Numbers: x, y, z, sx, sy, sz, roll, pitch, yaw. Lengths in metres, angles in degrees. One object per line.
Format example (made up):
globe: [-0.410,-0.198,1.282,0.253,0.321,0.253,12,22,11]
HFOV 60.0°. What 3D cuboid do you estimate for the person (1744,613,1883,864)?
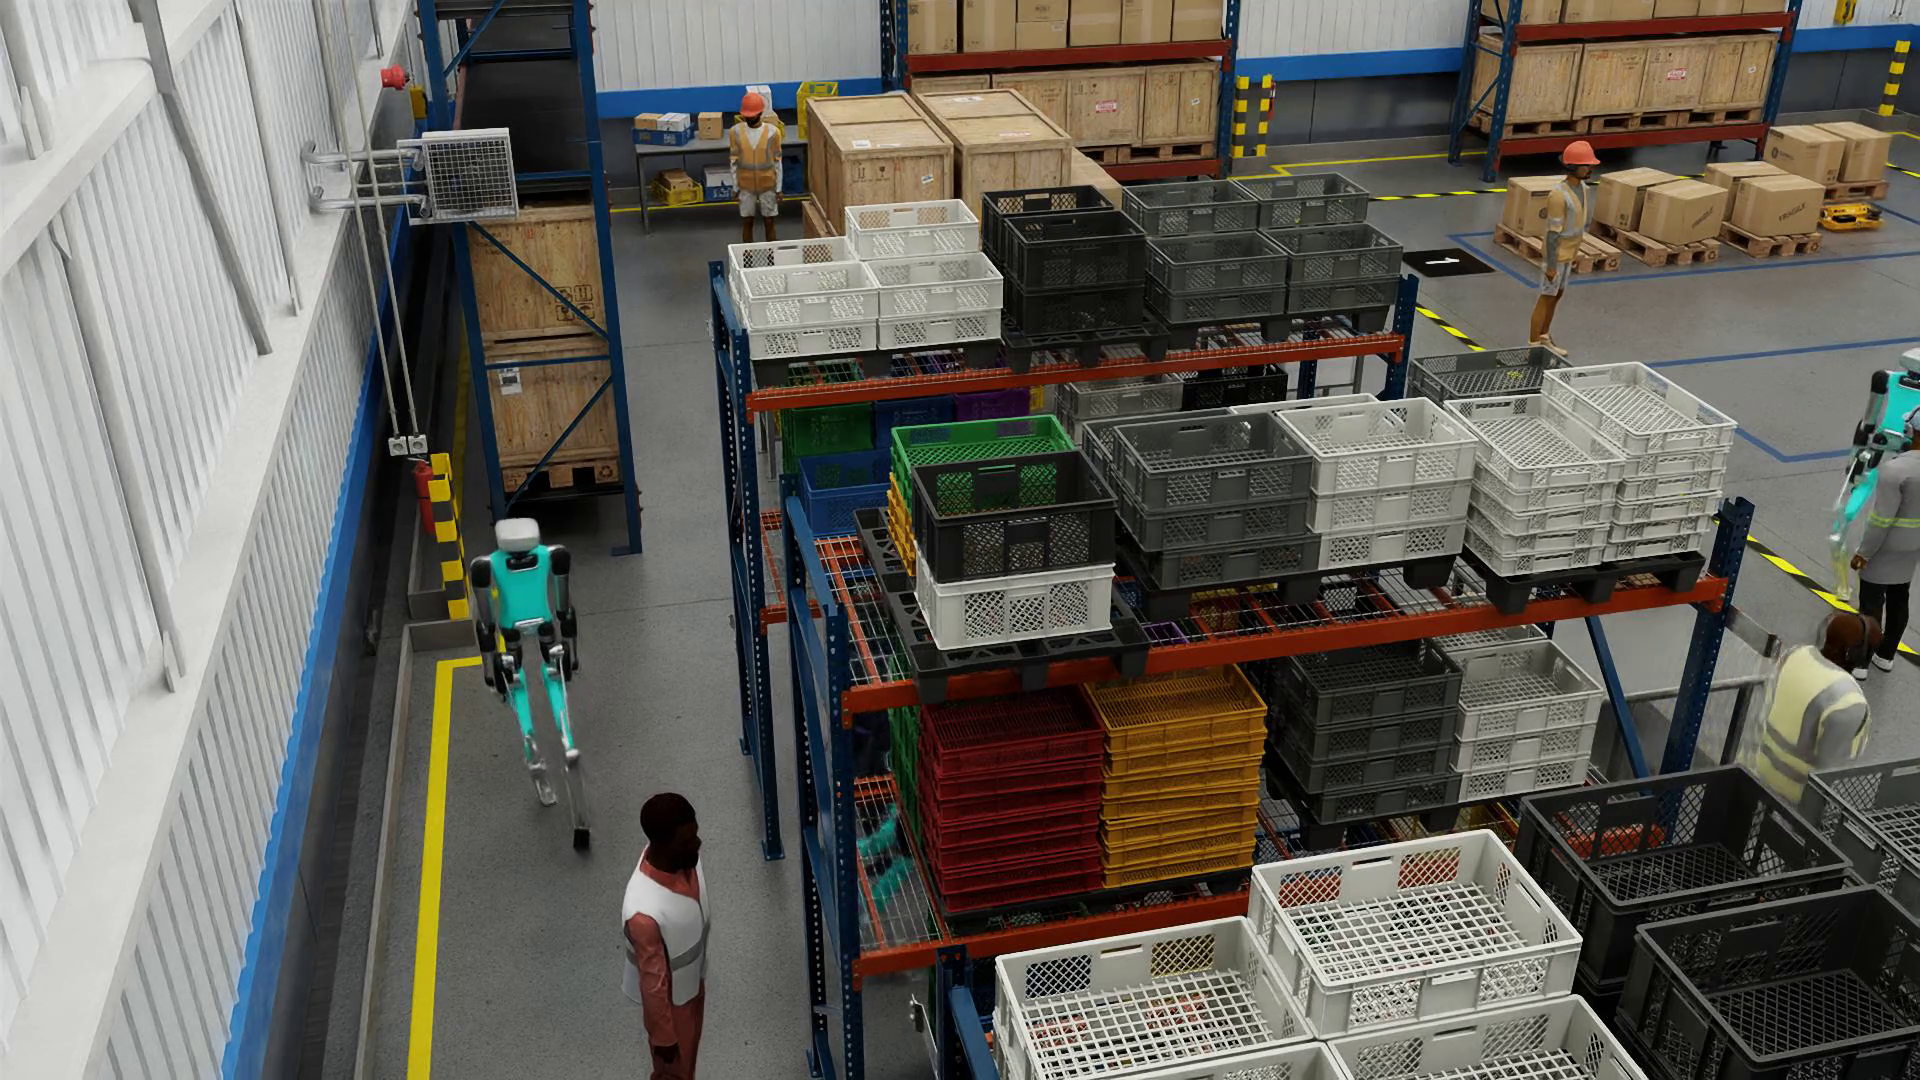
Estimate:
person: [4.230,1.154,8.229,0.996,1.776,0.634,-3,28,-5]

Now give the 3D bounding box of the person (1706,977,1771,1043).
person: [3.122,2.030,6.617,0.764,1.736,0.521,-19,33,-31]

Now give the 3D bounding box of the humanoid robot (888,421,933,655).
humanoid robot: [-0.196,-0.021,10.628,0.771,1.634,0.611,-13,31,-23]

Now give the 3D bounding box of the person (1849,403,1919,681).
person: [5.788,0.002,10.345,0.597,1.850,0.395,-11,30,-20]

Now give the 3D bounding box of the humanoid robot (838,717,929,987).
humanoid robot: [-0.391,1.351,7.912,0.666,1.801,0.541,-4,28,-8]

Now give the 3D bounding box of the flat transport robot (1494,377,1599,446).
flat transport robot: [4.780,-1.036,14.013,0.659,0.231,1.431,-6,28,-12]

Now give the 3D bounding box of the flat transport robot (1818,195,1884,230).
flat transport robot: [10.071,-3.960,19.529,0.652,0.197,1.431,-6,28,-12]

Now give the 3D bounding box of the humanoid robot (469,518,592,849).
humanoid robot: [-2.227,0.835,8.918,0.554,1.801,0.918,-12,30,-21]

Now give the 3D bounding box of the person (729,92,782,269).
person: [-2.103,-3.669,17.228,0.542,1.928,0.370,0,28,-1]

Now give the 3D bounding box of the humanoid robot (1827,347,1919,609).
humanoid robot: [6.145,-0.354,11.175,0.810,1.795,0.535,-24,36,-37]

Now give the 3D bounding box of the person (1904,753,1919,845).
person: [4.620,1.393,7.713,0.346,1.846,0.504,-21,34,-34]

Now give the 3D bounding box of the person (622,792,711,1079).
person: [-1.178,1.827,6.812,0.372,1.917,0.593,3,28,5]

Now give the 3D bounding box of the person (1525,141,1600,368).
person: [5.451,-2.585,15.046,0.365,2.048,0.607,19,33,32]

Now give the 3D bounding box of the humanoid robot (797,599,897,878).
humanoid robot: [-0.566,1.069,8.519,0.497,1.650,0.587,-13,31,-24]

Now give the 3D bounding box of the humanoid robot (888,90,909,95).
humanoid robot: [-0.917,-3.954,18.025,0.815,1.810,0.536,2,28,4]

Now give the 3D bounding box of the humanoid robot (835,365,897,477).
humanoid robot: [-0.767,-0.497,11.537,0.725,1.908,0.550,-9,29,-16]
